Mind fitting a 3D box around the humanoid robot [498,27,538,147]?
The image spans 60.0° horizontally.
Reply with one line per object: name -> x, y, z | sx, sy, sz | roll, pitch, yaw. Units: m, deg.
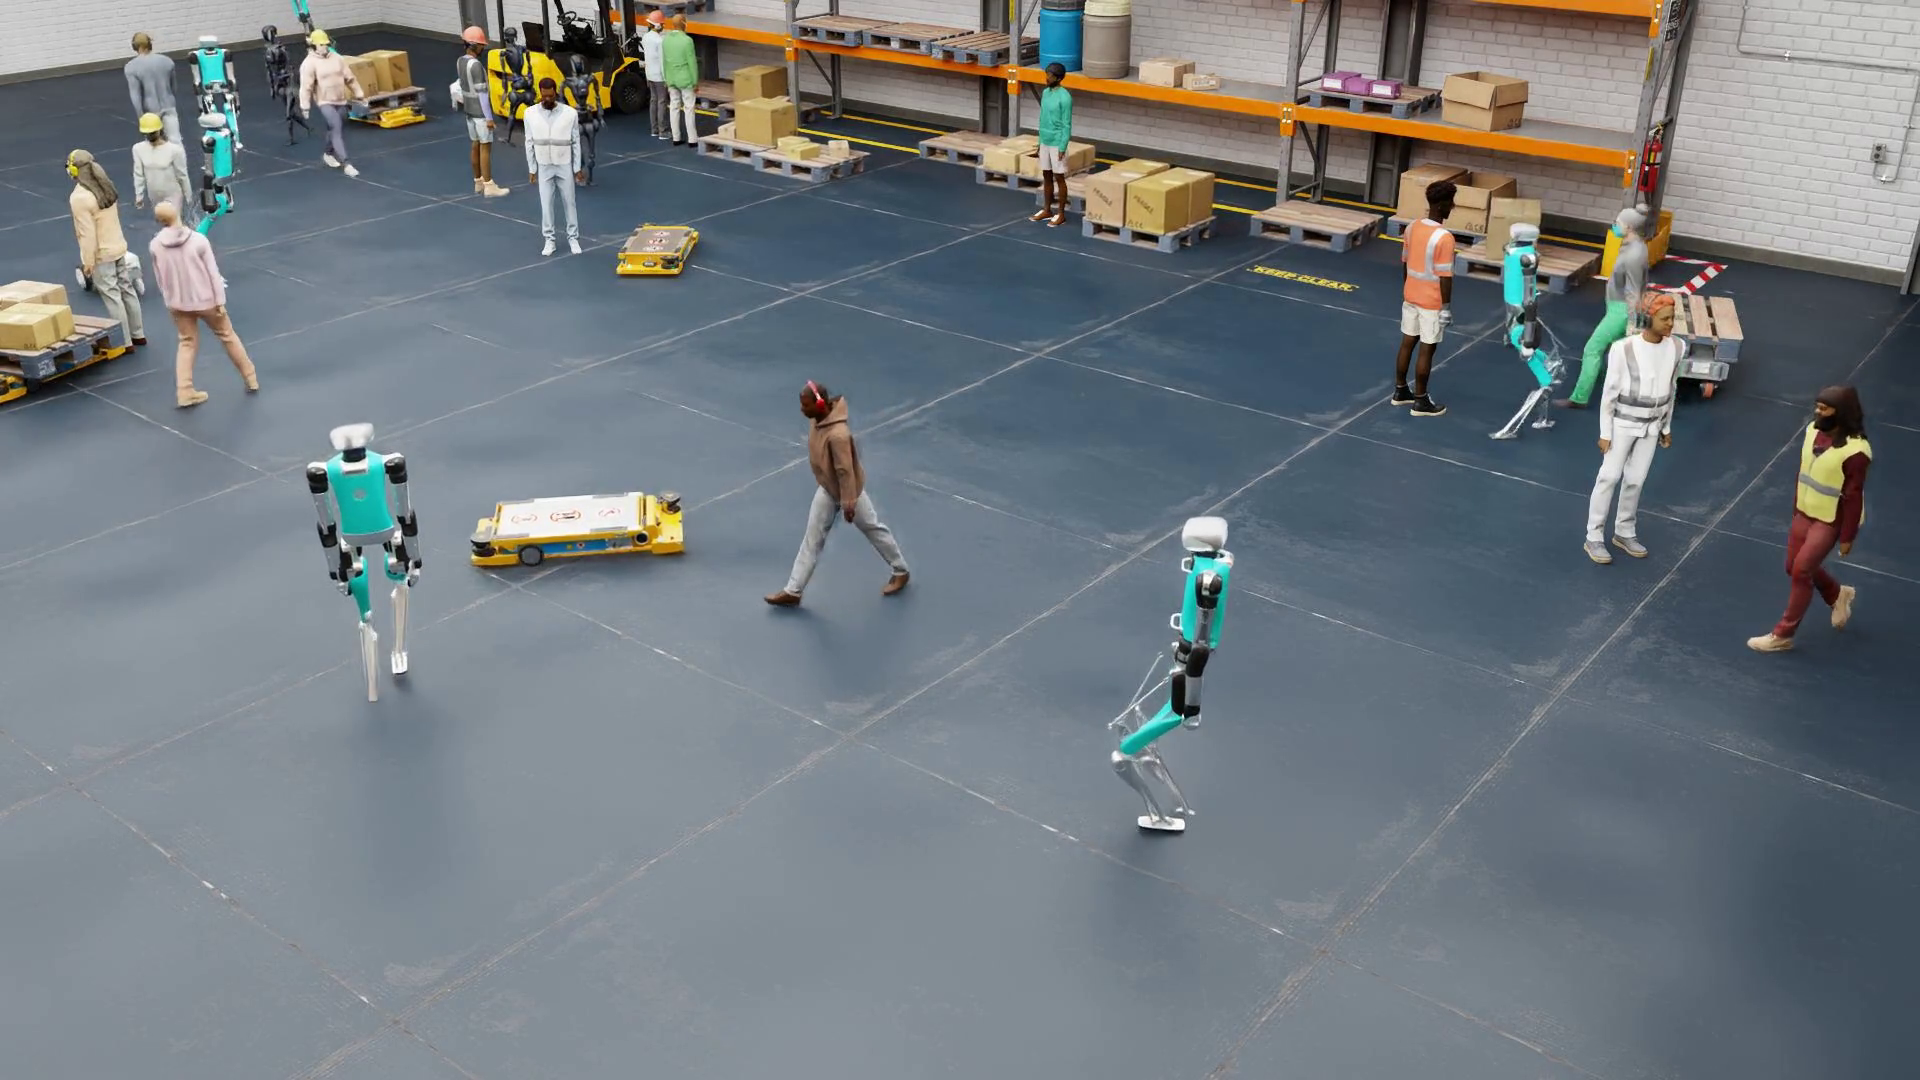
humanoid robot -> -6.068, -6.209, 22.863 | 0.786, 1.621, 0.608 | 15, 30, 29

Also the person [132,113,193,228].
person -> -8.289, -3.629, 17.412 | 0.525, 1.725, 0.860 | 3, 26, 5

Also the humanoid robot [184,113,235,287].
humanoid robot -> -7.769, -3.476, 17.094 | 0.781, 1.778, 0.543 | 1, 26, 2

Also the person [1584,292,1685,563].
person -> 4.585, -0.757, 11.281 | 0.573, 1.884, 0.356 | -8, 27, -16

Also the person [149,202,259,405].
person -> -6.431, -2.010, 14.067 | 0.607, 1.752, 0.608 | -3, 26, -7

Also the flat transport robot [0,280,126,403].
flat transport robot -> -8.233, -1.560, 14.801 | 0.659, 0.231, 1.431 | 9, 27, 18

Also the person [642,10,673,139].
person -> -4.239, -6.563, 23.461 | 0.352, 1.745, 0.575 | -17, 31, -31

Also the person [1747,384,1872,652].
person -> 5.311, -0.136, 10.160 | 0.692, 1.745, 0.488 | -5, 26, -10

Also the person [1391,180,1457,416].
person -> 3.874, -2.004, 13.770 | 0.368, 1.966, 0.604 | -9, 27, -19

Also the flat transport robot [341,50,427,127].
flat transport robot -> -8.693, -6.352, 24.725 | 1.431, 0.231, 0.659 | 16, 30, 30

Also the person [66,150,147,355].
person -> -7.774, -2.607, 15.125 | 0.398, 1.876, 0.554 | 3, 26, 5

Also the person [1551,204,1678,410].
person -> 5.545, -1.907, 13.754 | 0.902, 1.795, 0.525 | 11, 28, 22

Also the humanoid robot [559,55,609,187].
humanoid robot -> -4.714, -5.233, 20.793 | 0.609, 1.645, 0.389 | -18, 31, -33

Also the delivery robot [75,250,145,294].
delivery robot -> -8.715, -2.802, 17.061 | 0.799, 0.608, 0.499 | 22, 33, 38

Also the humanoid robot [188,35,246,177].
humanoid robot -> -9.442, -5.502, 21.318 | 0.533, 1.823, 0.699 | -17, 30, -31

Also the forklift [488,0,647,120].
forklift -> -5.874, -7.334, 24.552 | 1.214, 2.155, 2.313 | 19, 32, 34

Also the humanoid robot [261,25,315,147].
humanoid robot -> -9.334, -6.360, 23.176 | 0.585, 1.625, 0.718 | 13, 29, 25

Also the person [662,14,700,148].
person -> -3.831, -6.321, 22.921 | 0.541, 1.782, 0.385 | 14, 29, 26

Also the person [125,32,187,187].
person -> -10.127, -5.421, 20.942 | 0.617, 1.879, 0.999 | -22, 34, -38

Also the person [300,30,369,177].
person -> -8.163, -5.701, 21.590 | 0.942, 1.824, 0.809 | 18, 31, 33

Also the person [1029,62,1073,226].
person -> 1.092, -4.583, 19.241 | 0.397, 1.853, 0.493 | -18, 31, -32

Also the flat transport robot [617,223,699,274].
flat transport robot -> -3.288, -3.175, 18.146 | 0.659, 0.231, 1.431 | 0, 26, 1

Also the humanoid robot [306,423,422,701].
humanoid robot -> -3.423, 0.087, 9.745 | 0.533, 1.816, 0.787 | -8, 27, -15

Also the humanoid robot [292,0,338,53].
humanoid robot -> -10.358, -8.156, 26.905 | 0.754, 1.885, 0.546 | -8, 27, -16

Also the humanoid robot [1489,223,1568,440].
humanoid robot -> 4.678, -1.647, 13.296 | 0.826, 1.776, 0.547 | -1, 26, -2

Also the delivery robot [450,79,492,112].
delivery robot -> -7.528, -6.899, 25.514 | 0.499, 0.582, 0.773 | 2, 26, 5

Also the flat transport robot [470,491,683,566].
flat transport robot -> -2.687, -0.080, 11.736 | 1.431, 0.231, 0.659 | -4, 26, -9

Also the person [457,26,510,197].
person -> -5.879, -5.247, 20.412 | 0.386, 2.034, 0.604 | -19, 31, -34

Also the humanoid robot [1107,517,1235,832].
humanoid robot -> 0.998, 0.721, 8.403 | 0.667, 1.803, 0.556 | 4, 26, 8

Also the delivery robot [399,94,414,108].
delivery robot -> -8.668, -6.834, 25.381 | 0.499, 0.583, 0.758 | -12, 28, -24

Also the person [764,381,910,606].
person -> -0.773, -0.313, 10.731 | 1.017, 1.554, 0.479 | -15, 30, -29

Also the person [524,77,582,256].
person -> -4.406, -4.070, 18.108 | 0.590, 1.915, 0.393 | -4, 26, -9
